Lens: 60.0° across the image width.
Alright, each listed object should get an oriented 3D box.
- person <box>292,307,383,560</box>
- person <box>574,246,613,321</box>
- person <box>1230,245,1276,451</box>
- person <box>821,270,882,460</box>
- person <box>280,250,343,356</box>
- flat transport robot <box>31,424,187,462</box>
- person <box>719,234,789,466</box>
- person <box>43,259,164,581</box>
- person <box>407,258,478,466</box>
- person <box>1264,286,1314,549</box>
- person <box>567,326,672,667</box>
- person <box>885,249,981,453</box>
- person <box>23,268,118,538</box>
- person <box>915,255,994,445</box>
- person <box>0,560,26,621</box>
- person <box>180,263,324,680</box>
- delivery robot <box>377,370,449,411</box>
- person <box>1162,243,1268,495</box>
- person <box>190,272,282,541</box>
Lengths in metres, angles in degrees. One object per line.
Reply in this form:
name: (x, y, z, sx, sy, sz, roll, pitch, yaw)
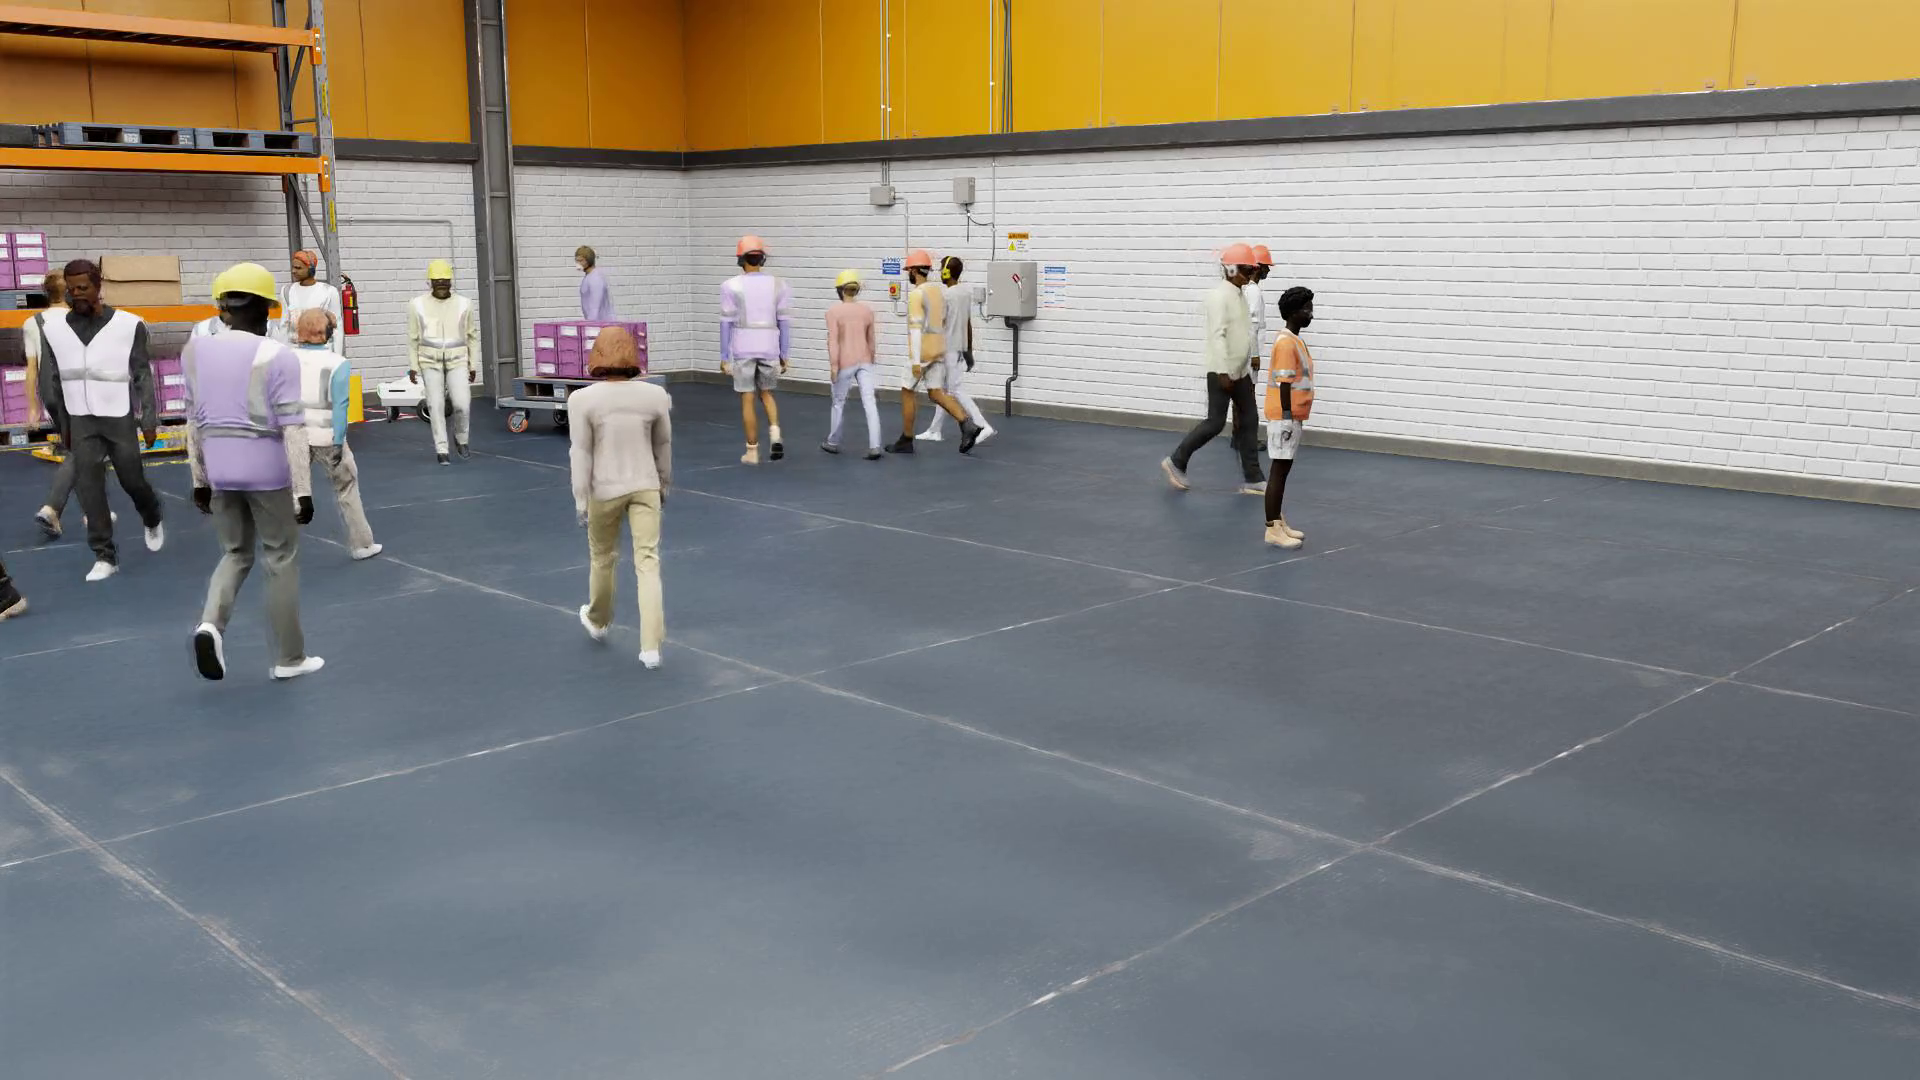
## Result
person: (-3.916, -0.609, 10.086, 0.510, 1.594, 0.855, 2, 11, 12)
person: (-4.176, -2.335, 18.660, 0.871, 1.898, 0.664, -4, 11, -19)
person: (2.761, -1.803, 15.690, 0.389, 1.929, 0.545, 0, 10, 1)
person: (-0.976, -1.593, 15.140, 0.535, 1.707, 0.959, -6, 12, -31)
person: (-5.991, -1.724, 15.377, 0.574, 1.884, 0.361, 1, 10, 6)
flat transport robot: (-7.639, -0.895, 15.256, 0.652, 0.197, 1.431, 10, 14, 42)
person: (-1.817, -1.657, 14.633, 0.613, 2.030, 0.441, -5, 12, -27)
person: (-5.133, -0.744, 10.031, 0.594, 1.892, 0.813, -1, 10, -6)
person: (-4.554, -1.558, 14.655, 0.607, 1.820, 0.419, -4, 11, -19)
person: (2.148, -0.804, 10.863, 0.317, 1.696, 0.540, 3, 11, 16)
person: (-1.635, -0.223, 7.992, 0.508, 1.588, 0.874, -5, 11, -24)
person: (-0.249, -1.722, 15.336, 0.882, 1.905, 0.560, 5, 12, 26)
person: (-6.063, -0.932, 11.270, 0.518, 1.816, 0.920, 1, 10, 5)
person: (-0.045, -1.844, 16.173, 0.918, 1.836, 0.530, 6, 12, 31)
person: (-5.272, -0.524, 8.648, 0.653, 1.959, 0.388, 10, 14, 43)
person: (-3.216, -0.278, 7.452, 0.651, 1.898, 0.603, 2, 11, 11)
delivery robot: (-5.962, -1.612, 18.131, 0.707, 0.478, 0.477, 0, 10, -1)
person: (2.068, -1.328, 12.987, 0.877, 1.968, 0.630, 7, 13, 35)
person: (-4.896, -0.927, 11.308, 0.611, 1.787, 0.939, -2, 11, -10)
